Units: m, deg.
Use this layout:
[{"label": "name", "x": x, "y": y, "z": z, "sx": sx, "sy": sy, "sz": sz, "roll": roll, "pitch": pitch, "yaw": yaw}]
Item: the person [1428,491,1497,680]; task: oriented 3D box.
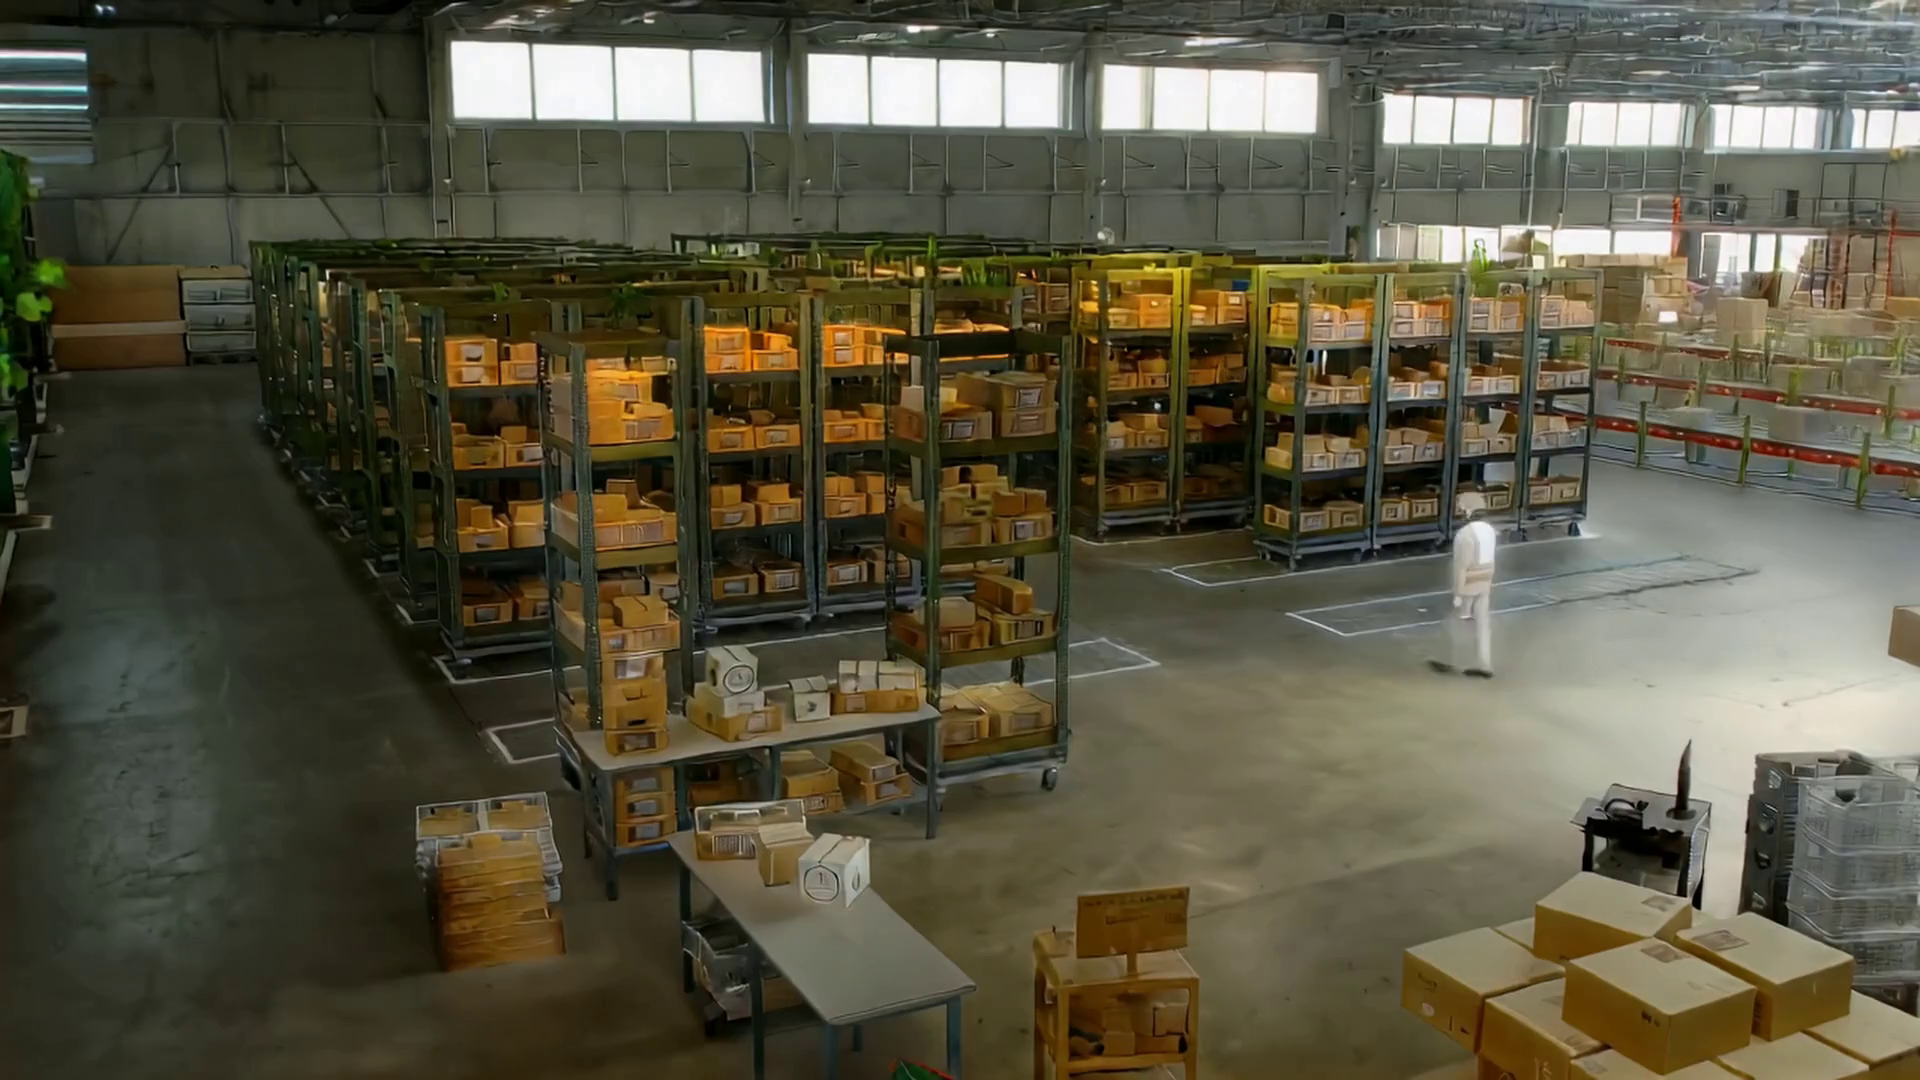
[{"label": "person", "x": 4.853, "y": 0.430, "z": 16.003, "sx": 0.637, "sy": 1.814, "sz": 0.721, "roll": -10, "pitch": 15, "yaw": -38}]

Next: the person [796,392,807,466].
[{"label": "person", "x": -2.364, "y": -1.846, "z": 26.626, "sx": 0.589, "sy": 1.823, "sz": 0.442, "roll": -5, "pitch": 13, "yaw": -22}]

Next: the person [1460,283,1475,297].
[{"label": "person", "x": 15.133, "y": -6.887, "z": 49.723, "sx": 0.644, "sy": 2.029, "sz": 0.421, "roll": 6, "pitch": 14, "yaw": 27}]
